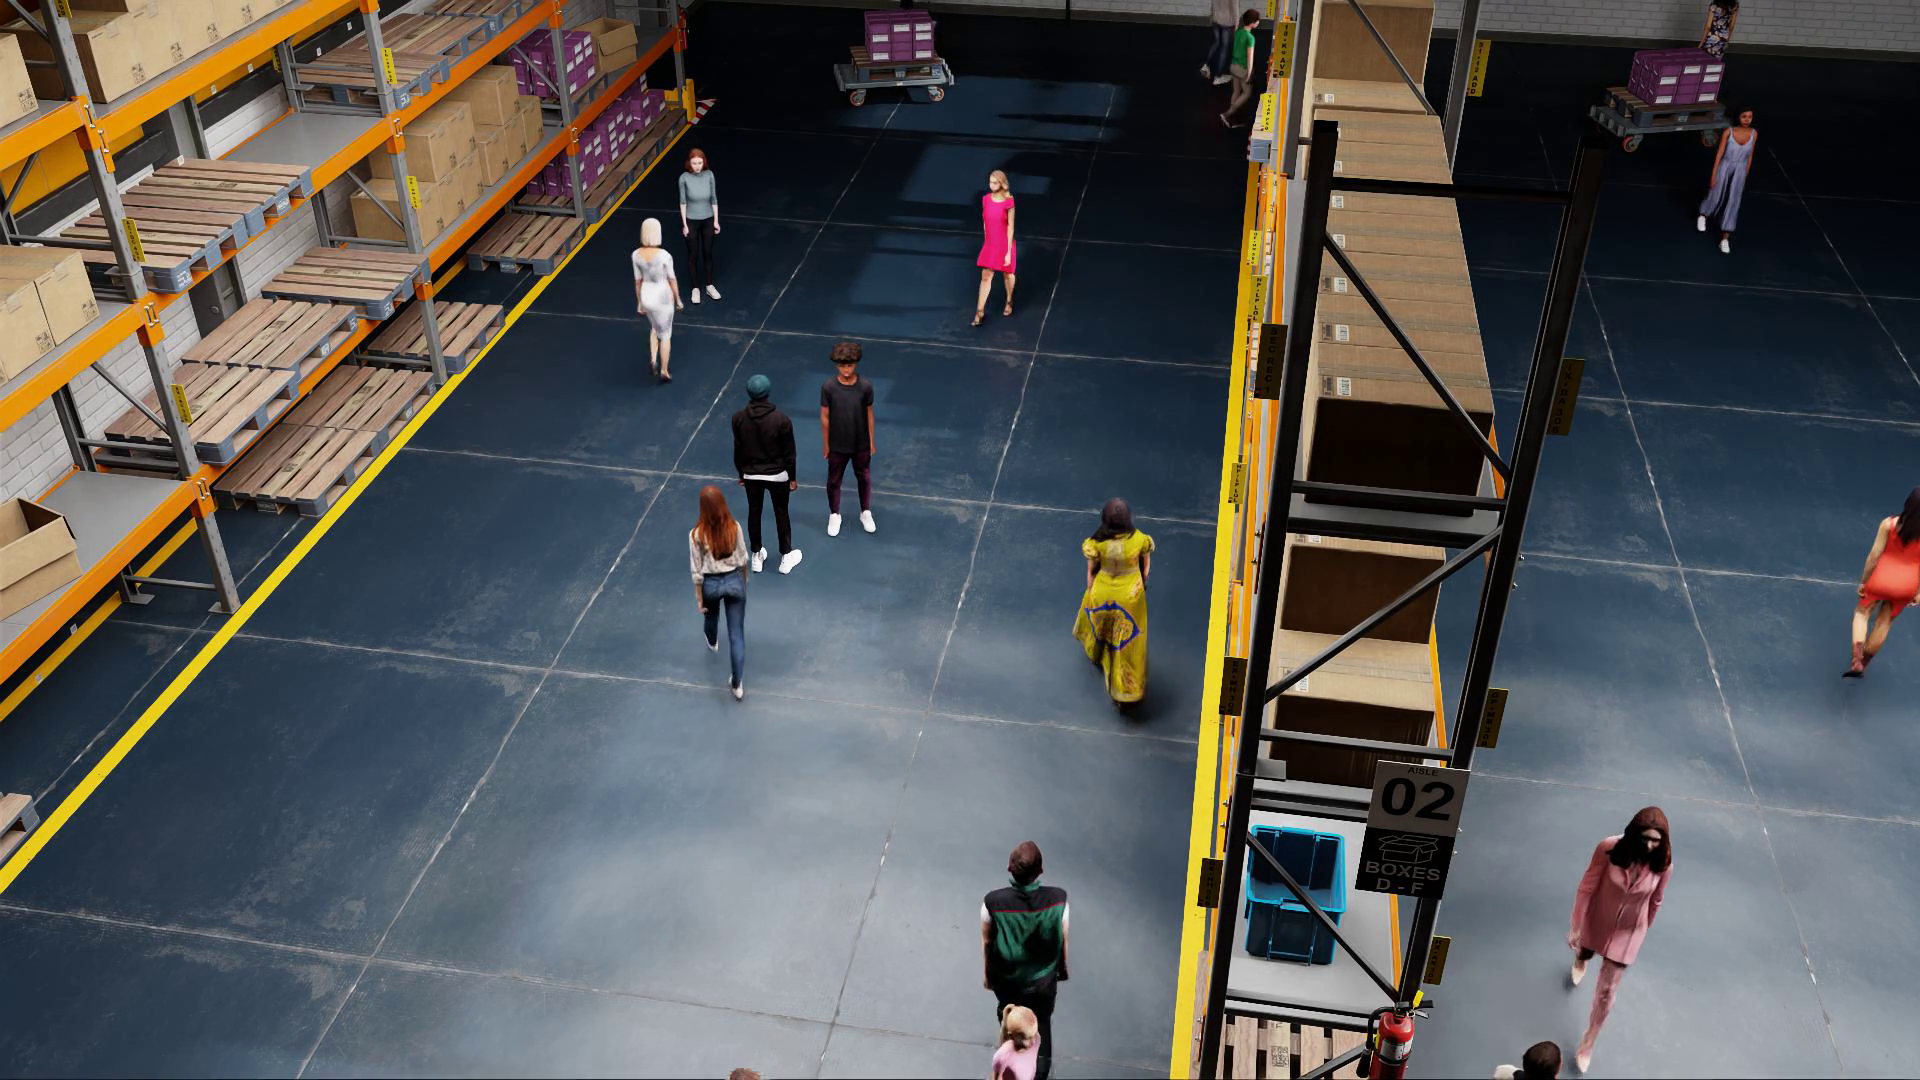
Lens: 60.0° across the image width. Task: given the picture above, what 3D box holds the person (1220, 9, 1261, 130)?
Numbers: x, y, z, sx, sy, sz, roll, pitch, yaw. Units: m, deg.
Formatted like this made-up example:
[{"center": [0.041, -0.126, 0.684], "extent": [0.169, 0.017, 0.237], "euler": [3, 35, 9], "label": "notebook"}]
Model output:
[{"center": [3.761, -6.370, 22.611], "extent": [0.889, 1.639, 0.844], "euler": [-17, 37, -24], "label": "person"}]

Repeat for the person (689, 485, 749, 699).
[{"center": [-1.743, 0.412, 12.360], "extent": [0.869, 1.691, 1.152], "euler": [-7, 34, -10], "label": "person"}]

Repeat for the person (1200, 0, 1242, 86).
[{"center": [3.755, -7.524, 24.164], "extent": [0.975, 1.840, 0.909], "euler": [-25, 41, -32], "label": "person"}]

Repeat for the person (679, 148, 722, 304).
[{"center": [-2.833, -3.442, 18.111], "extent": [0.668, 1.743, 0.695], "euler": [-12, 36, -18], "label": "person"}]

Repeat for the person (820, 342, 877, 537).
[{"center": [-0.954, -0.885, 14.227], "extent": [0.690, 1.784, 0.689], "euler": [-5, 34, -8], "label": "person"}]

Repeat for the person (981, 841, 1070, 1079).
[{"center": [0.354, 2.421, 9.220], "extent": [0.794, 1.821, 1.093], "euler": [-2, 34, -3], "label": "person"}]

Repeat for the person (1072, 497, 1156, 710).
[{"center": [1.171, 0.479, 12.329], "extent": [0.796, 1.614, 1.230], "euler": [3, 34, 5], "label": "person"}]

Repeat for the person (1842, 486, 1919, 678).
[{"center": [6.941, 0.379, 12.394], "extent": [0.725, 1.708, 0.883], "euler": [16, 37, 22], "label": "person"}]

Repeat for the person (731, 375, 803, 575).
[{"center": [-1.603, -0.552, 13.696], "extent": [0.667, 1.818, 0.551], "euler": [5, 34, 7], "label": "person"}]

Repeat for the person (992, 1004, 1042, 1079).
[{"center": [0.237, 2.930, 8.985], "extent": [0.908, 1.234, 0.987], "euler": [-19, 38, -27], "label": "person"}]

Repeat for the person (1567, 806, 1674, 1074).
[{"center": [3.766, 2.171, 9.649], "extent": [0.765, 1.763, 1.167], "euler": [13, 36, 18], "label": "person"}]

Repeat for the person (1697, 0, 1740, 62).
[{"center": [10.697, -7.053, 23.553], "extent": [0.651, 1.733, 0.619], "euler": [-4, 34, -6], "label": "person"}]

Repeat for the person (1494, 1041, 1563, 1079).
[{"center": [2.839, 3.101, 8.529], "extent": [0.684, 1.453, 0.655], "euler": [-29, 43, -36], "label": "person"}]

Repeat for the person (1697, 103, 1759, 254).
[{"center": [8.970, -4.289, 19.466], "extent": [0.575, 1.654, 1.117], "euler": [6, 34, 8], "label": "person"}]

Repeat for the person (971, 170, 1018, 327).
[{"center": [0.477, -3.143, 17.700], "extent": [0.808, 1.699, 1.041], "euler": [17, 37, 24], "label": "person"}]

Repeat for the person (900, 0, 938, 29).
[{"center": [-0.725, -8.654, 25.970], "extent": [0.788, 1.724, 0.993], "euler": [13, 36, 19], "label": "person"}]

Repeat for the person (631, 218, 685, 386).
[{"center": [-3.009, -2.302, 16.405], "extent": [0.593, 1.734, 0.585], "euler": [10, 35, 14], "label": "person"}]
